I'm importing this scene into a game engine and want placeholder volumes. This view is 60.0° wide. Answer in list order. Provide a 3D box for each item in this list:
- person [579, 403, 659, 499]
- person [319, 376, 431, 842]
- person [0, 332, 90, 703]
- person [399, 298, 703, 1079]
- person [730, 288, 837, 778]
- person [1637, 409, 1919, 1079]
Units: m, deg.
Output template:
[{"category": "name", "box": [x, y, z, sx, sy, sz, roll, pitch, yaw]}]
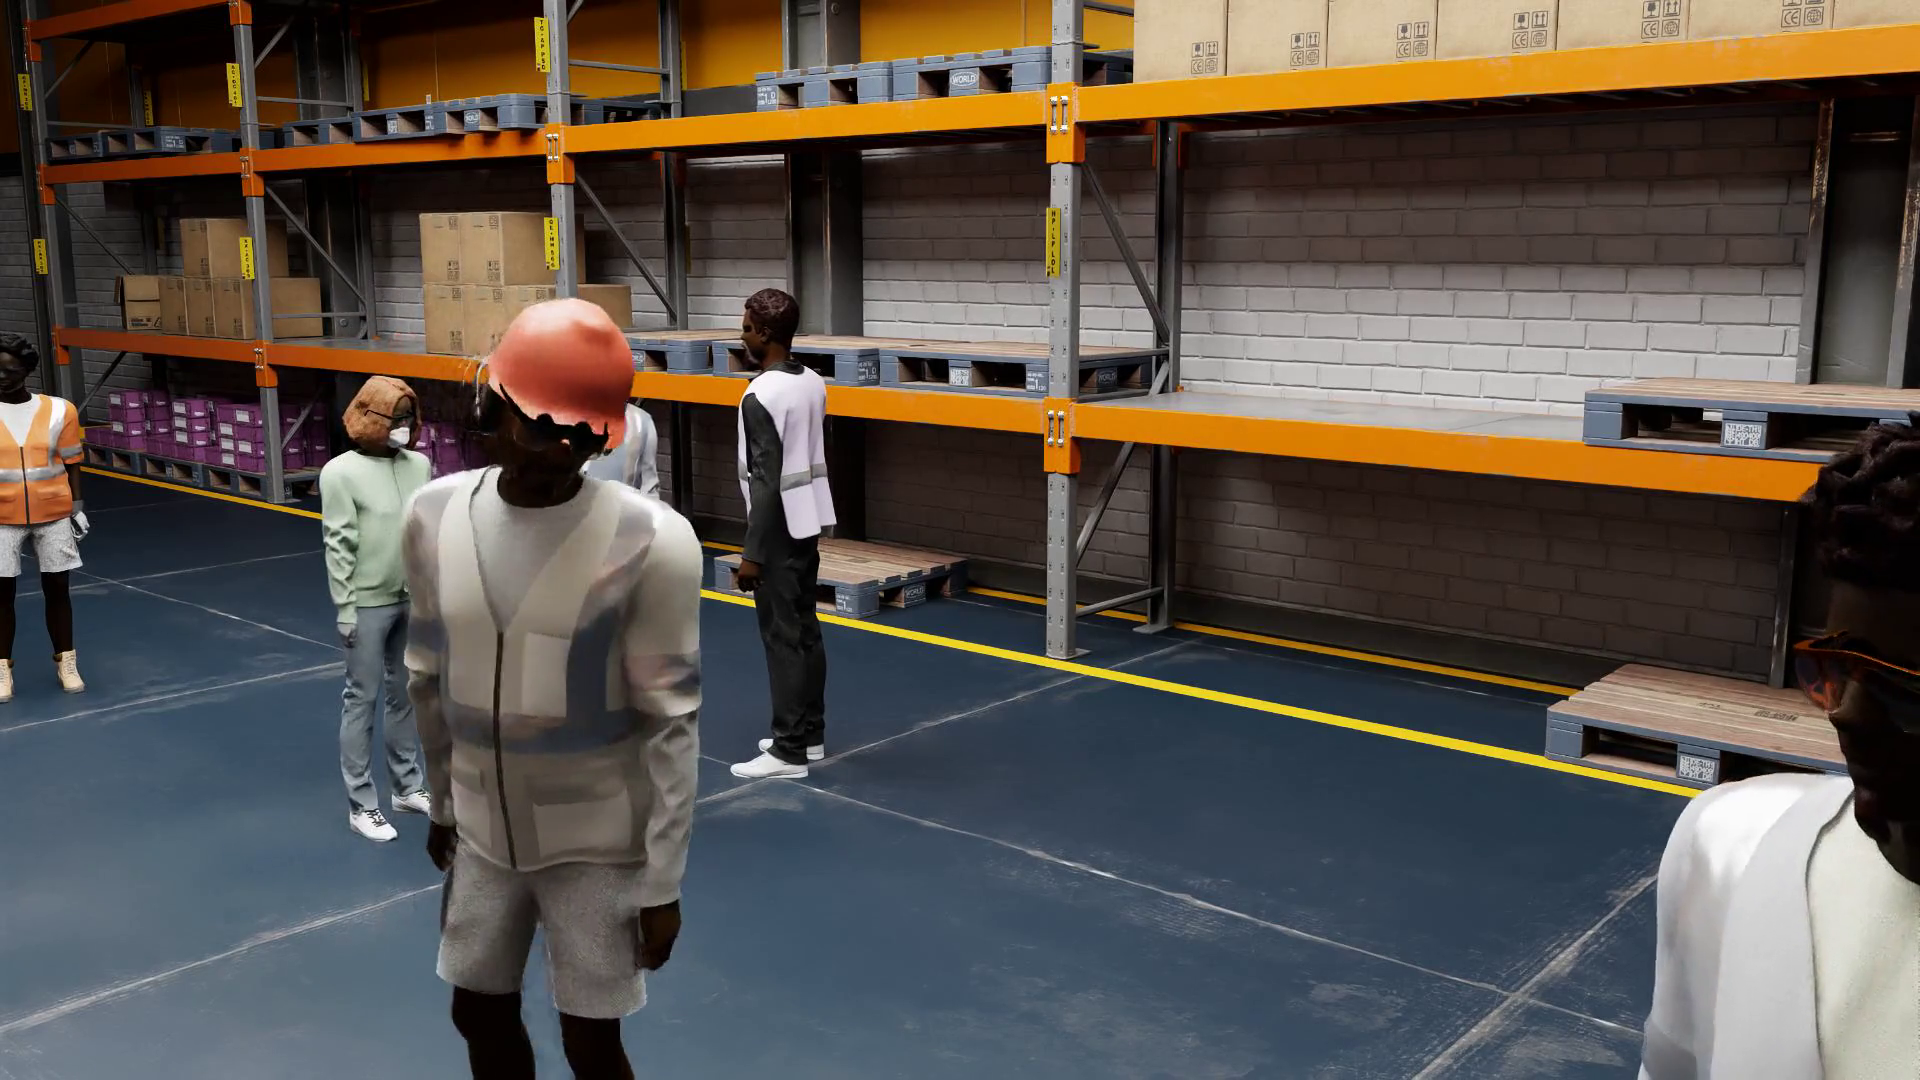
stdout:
[{"category": "person", "box": [-1.379, 0.105, 6.102, 0.586, 1.823, 0.403, -3, 10, -18]}, {"category": "person", "box": [-2.033, 0.231, 5.921, 0.280, 1.633, 0.498, 5, 11, 26]}, {"category": "person", "box": [-4.303, -0.106, 7.652, 0.540, 1.698, 0.317, -7, 12, -34]}, {"category": "person", "box": [-0.803, 0.541, 3.150, 0.734, 1.990, 0.522, 4, 11, 19]}, {"category": "person", "box": [-0.696, -0.018, 6.534, 0.392, 1.919, 0.589, 3, 10, 14]}, {"category": "person", "box": [0.797, 0.858, 1.414, 0.363, 1.960, 0.613, -5, 11, -28]}]
